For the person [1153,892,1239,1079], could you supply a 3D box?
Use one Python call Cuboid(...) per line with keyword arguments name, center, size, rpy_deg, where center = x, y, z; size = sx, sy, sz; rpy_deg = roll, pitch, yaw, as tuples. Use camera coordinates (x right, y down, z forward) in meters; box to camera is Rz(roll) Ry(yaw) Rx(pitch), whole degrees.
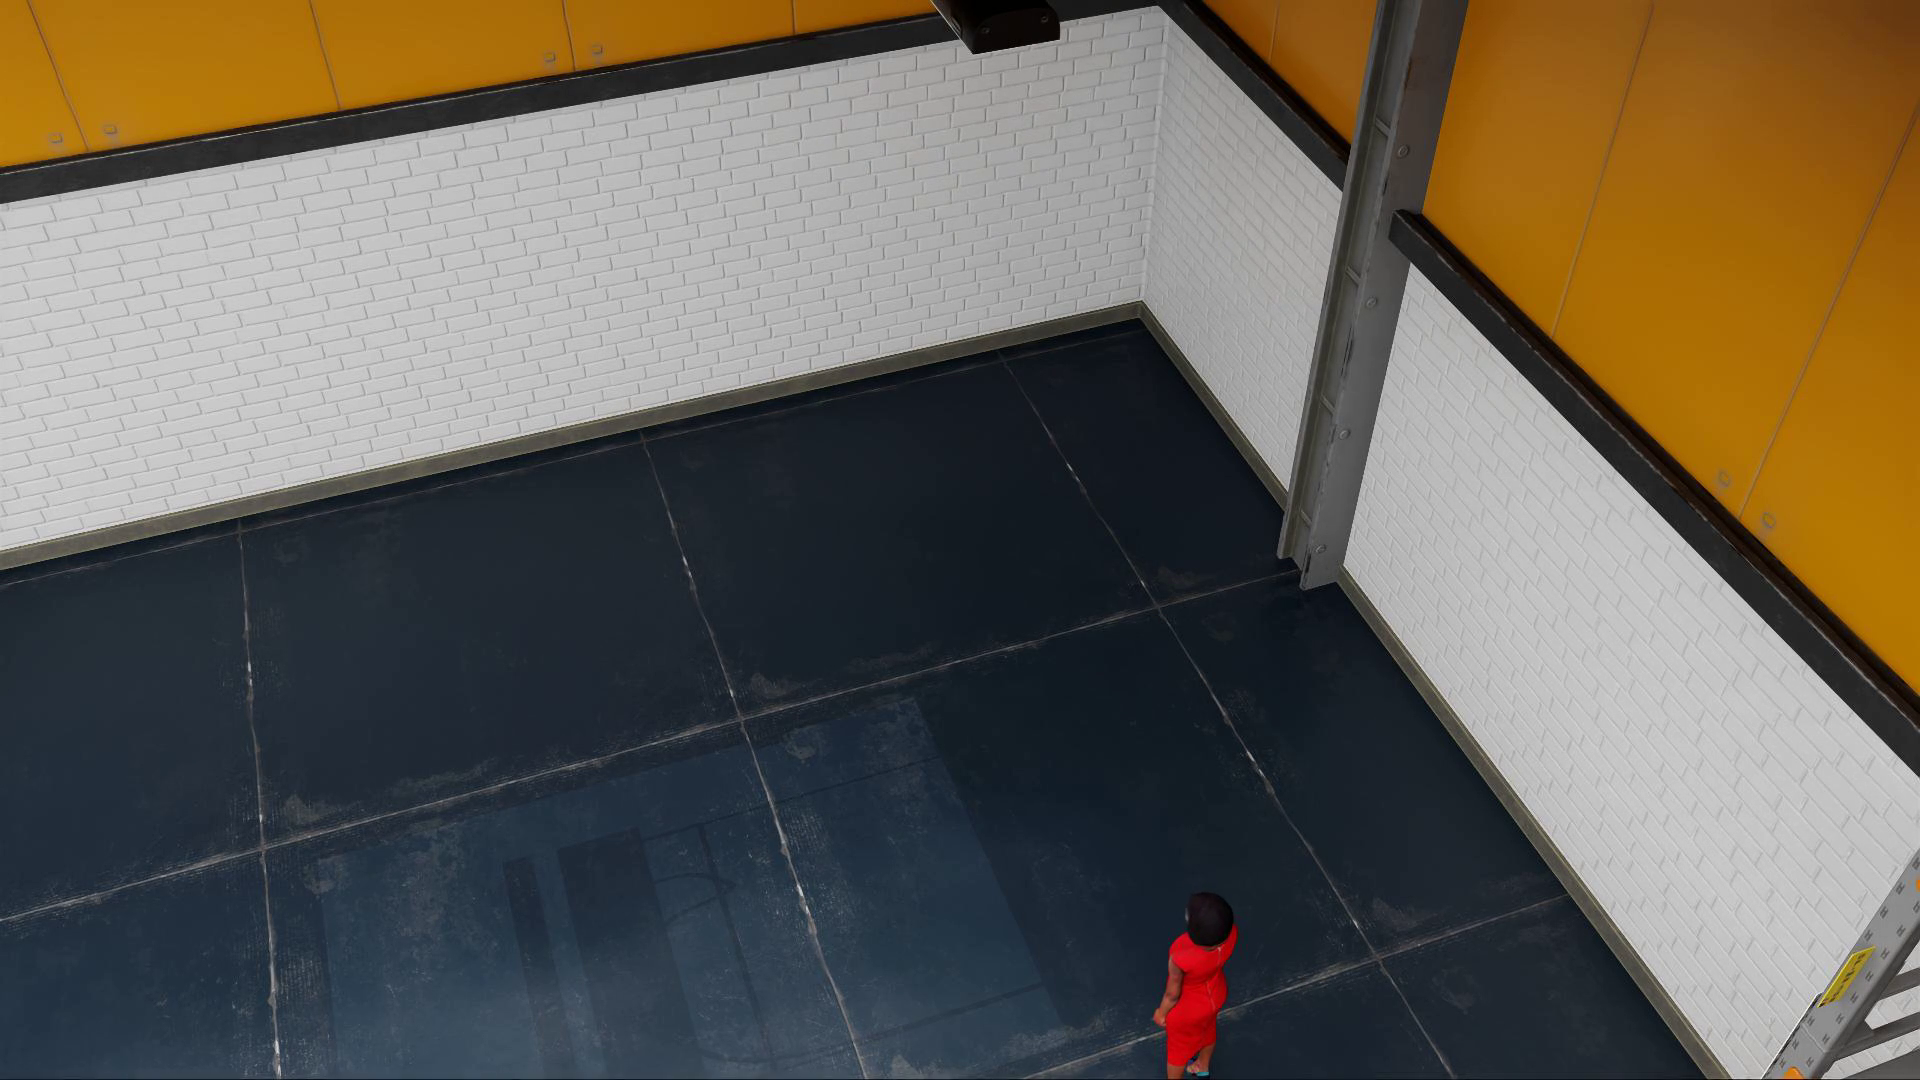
Cuboid(name="person", center=(1.188, 2.331, 8.409), size=(0.620, 1.747, 0.587), rpy_deg=(-27, 50, -26))
